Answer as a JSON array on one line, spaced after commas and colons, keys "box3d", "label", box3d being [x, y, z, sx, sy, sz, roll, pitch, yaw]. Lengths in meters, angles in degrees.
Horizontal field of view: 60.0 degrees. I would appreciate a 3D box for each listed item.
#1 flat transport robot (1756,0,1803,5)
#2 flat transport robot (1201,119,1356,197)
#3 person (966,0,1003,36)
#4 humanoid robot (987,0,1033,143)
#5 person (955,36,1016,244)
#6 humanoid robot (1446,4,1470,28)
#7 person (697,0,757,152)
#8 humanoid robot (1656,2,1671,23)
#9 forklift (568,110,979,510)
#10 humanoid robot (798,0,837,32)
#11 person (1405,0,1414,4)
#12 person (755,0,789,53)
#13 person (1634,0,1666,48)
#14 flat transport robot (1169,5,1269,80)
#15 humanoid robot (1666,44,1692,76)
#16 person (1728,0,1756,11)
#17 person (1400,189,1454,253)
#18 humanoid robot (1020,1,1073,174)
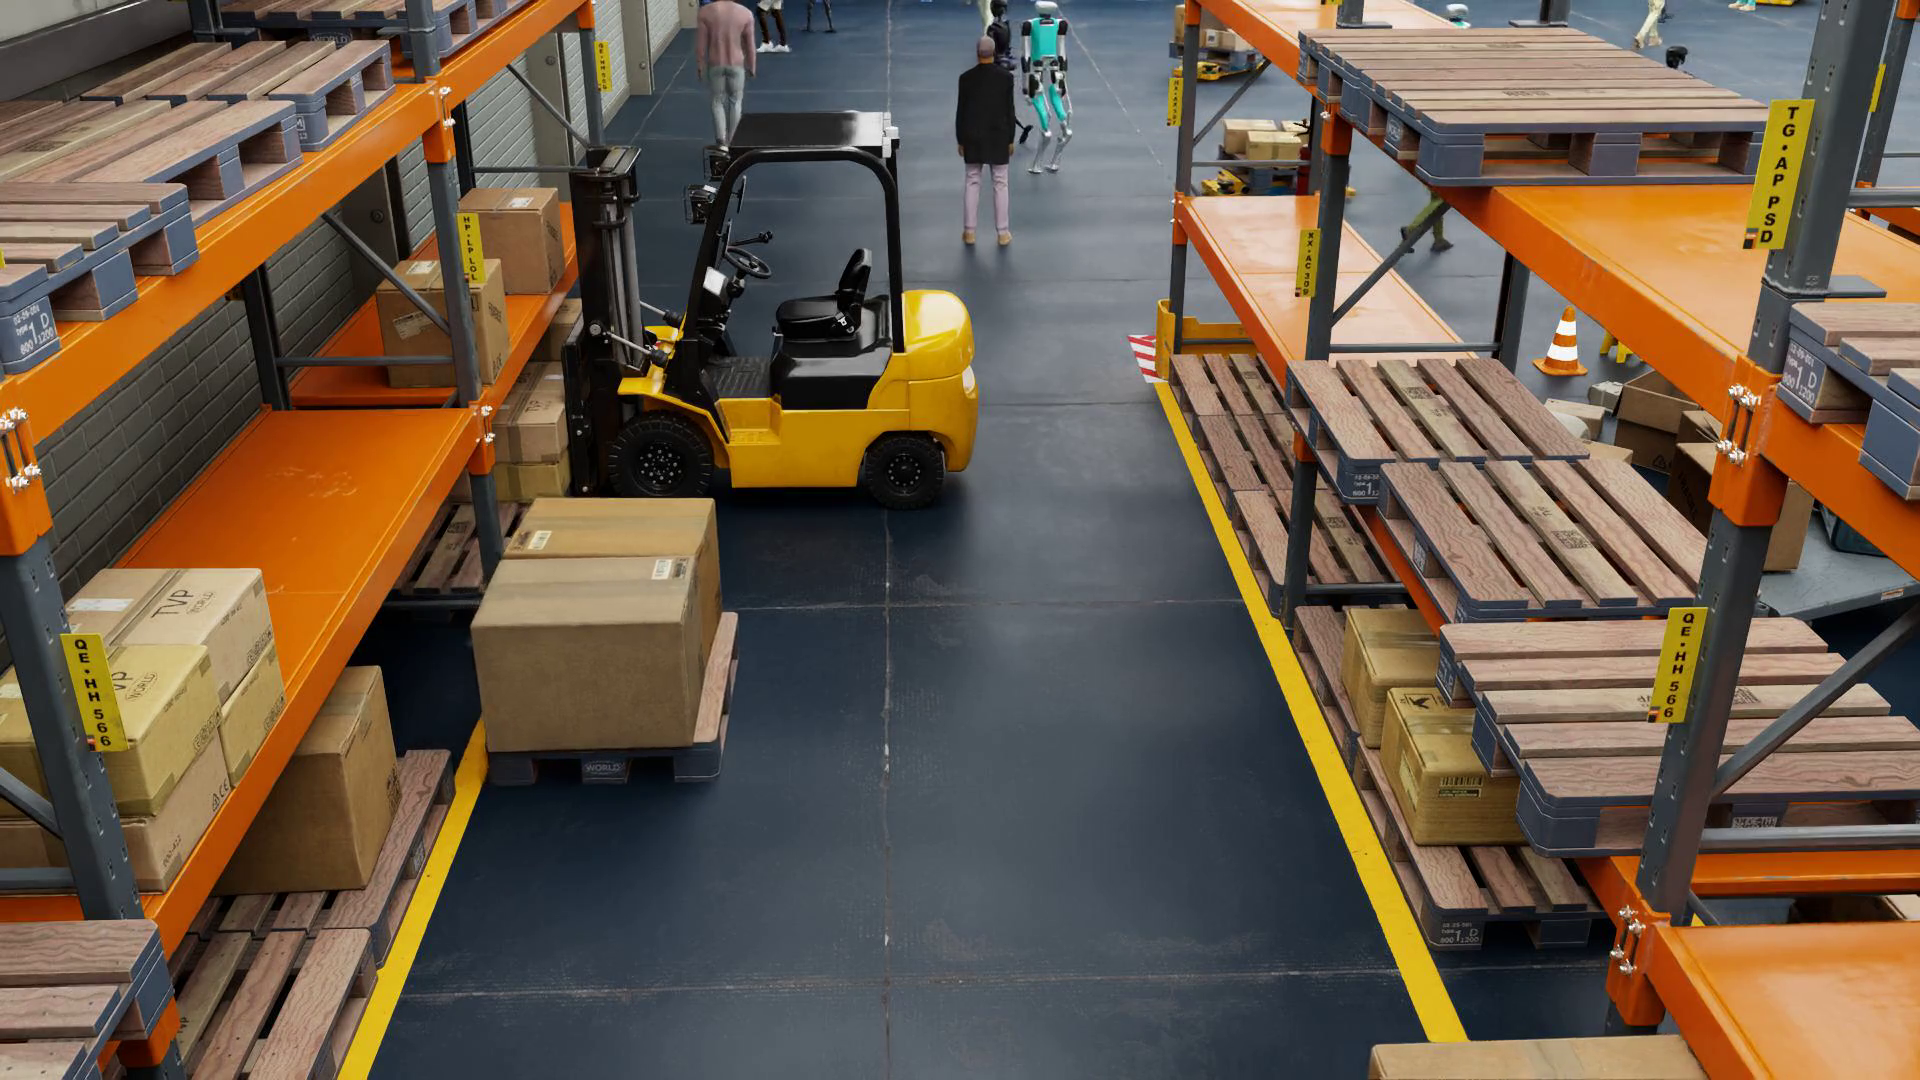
[{"box3d": [15.037, -9.990, 30.459, 0.659, 0.231, 1.431, 18, 31, 33], "label": "flat transport robot"}, {"box3d": [3.256, -3.635, 17.001, 1.431, 0.231, 0.659, -4, 26, -8], "label": "flat transport robot"}, {"box3d": [0.400, -8.254, 25.100, 0.567, 1.706, 0.906, 8, 27, 17], "label": "person"}, {"box3d": [0.508, -5.318, 18.940, 0.622, 1.639, 0.616, 13, 28, 25], "label": "humanoid robot"}, {"box3d": [0.229, -3.623, 15.145, 0.548, 1.845, 0.412, 3, 25, 7], "label": "person"}, {"box3d": [4.949, -4.719, 17.681, 0.737, 1.871, 0.556, -2, 25, -5], "label": "humanoid robot"}, {"box3d": [-2.596, -5.289, 18.601, 0.656, 1.905, 0.519, -3, 25, -6], "label": "person"}, {"box3d": [11.833, -9.517, 27.803, 0.318, 1.661, 0.603, 14, 28, 26], "label": "humanoid robot"}, {"box3d": [-1.043, -1.379, 9.976, 2.313, 2.155, 1.214, -1, 25, -2], "label": "forklift"}, {"box3d": [-2.307, -9.008, 26.732, 0.613, 1.636, 0.610, 9, 27, 19], "label": "humanoid robot"}, {"box3d": [6.730, -8.334, 25.111, 0.569, 1.839, 0.373, -10, 27, -20], "label": "person"}, {"box3d": [-2.905, -8.241, 24.867, 0.690, 1.875, 0.597, -2, 25, -5], "label": "person"}, {"box3d": [10.627, -8.449, 25.342, 0.914, 1.859, 0.537, -21, 32, -37], "label": "person"}, {"box3d": [3.703, -6.721, 23.537, 0.659, 0.231, 1.431, 22, 33, 39], "label": "flat transport robot"}, {"box3d": [6.726, -3.876, 15.870, 0.609, 1.645, 0.336, -12, 28, -23], "label": "humanoid robot"}, {"box3d": [13.938, -10.290, 29.167, 0.375, 1.916, 0.498, -5, 26, -11], "label": "person"}, {"box3d": [4.233, -3.369, 14.764, 0.671, 1.693, 0.442, -14, 29, -27], "label": "person"}, {"box3d": [0.969, -4.772, 17.643, 0.549, 1.752, 0.724, -10, 27, -21], "label": "humanoid robot"}]
